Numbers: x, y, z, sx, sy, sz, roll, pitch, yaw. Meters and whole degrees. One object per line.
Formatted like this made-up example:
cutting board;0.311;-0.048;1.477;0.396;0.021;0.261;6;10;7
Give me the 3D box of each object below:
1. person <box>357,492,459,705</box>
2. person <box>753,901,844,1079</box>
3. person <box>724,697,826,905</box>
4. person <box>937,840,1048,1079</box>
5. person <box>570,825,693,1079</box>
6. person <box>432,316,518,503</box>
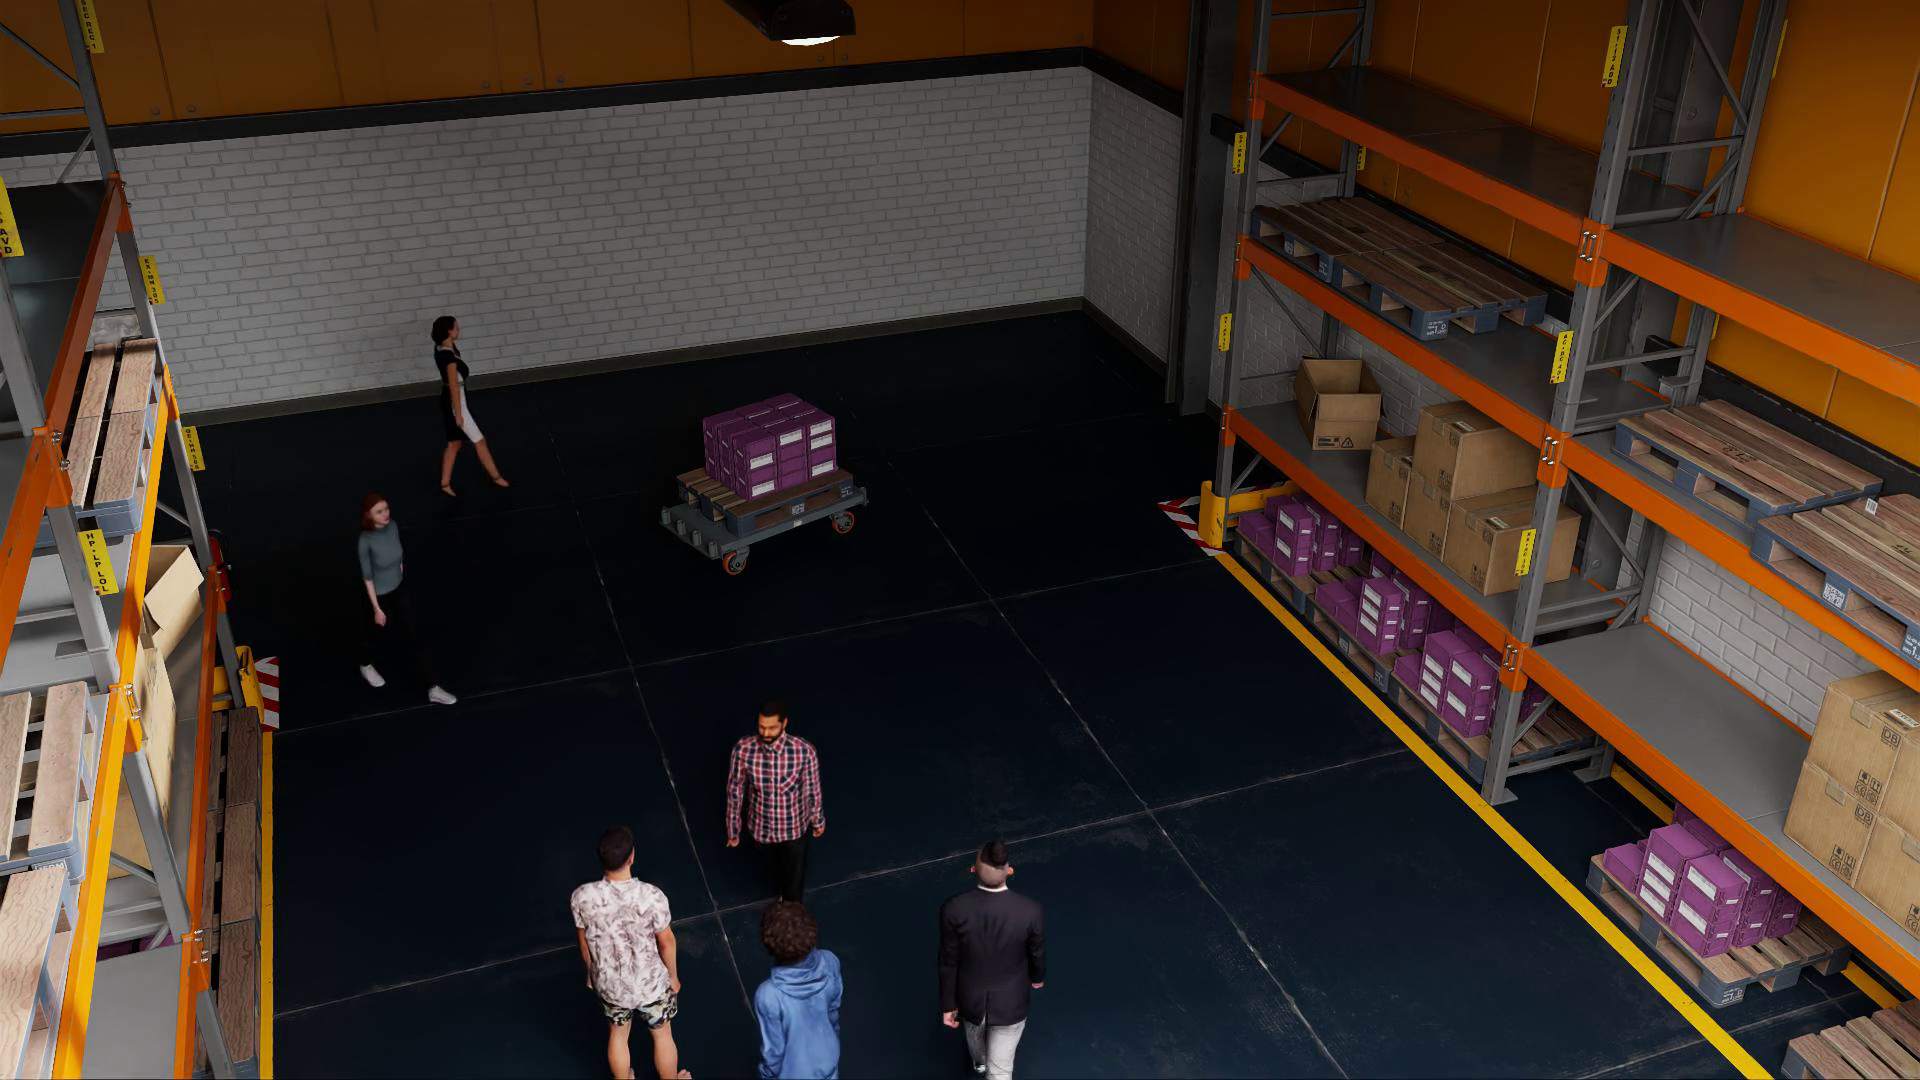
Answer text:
person;-4.274;0.428;12.203;1.195;1.690;1.089;15;32;26
person;-0.782;2.539;8.215;0.755;1.802;0.721;-24;37;-37
person;-1.070;1.649;9.928;1.048;1.724;1.256;3;29;6
person;0.158;2.373;8.415;1.047;1.903;1.294;3;29;6
person;-1.721;2.259;8.715;0.741;1.815;0.711;2;29;3
person;-4.605;-1.141;15.000;0.811;1.766;0.950;-17;33;-28
